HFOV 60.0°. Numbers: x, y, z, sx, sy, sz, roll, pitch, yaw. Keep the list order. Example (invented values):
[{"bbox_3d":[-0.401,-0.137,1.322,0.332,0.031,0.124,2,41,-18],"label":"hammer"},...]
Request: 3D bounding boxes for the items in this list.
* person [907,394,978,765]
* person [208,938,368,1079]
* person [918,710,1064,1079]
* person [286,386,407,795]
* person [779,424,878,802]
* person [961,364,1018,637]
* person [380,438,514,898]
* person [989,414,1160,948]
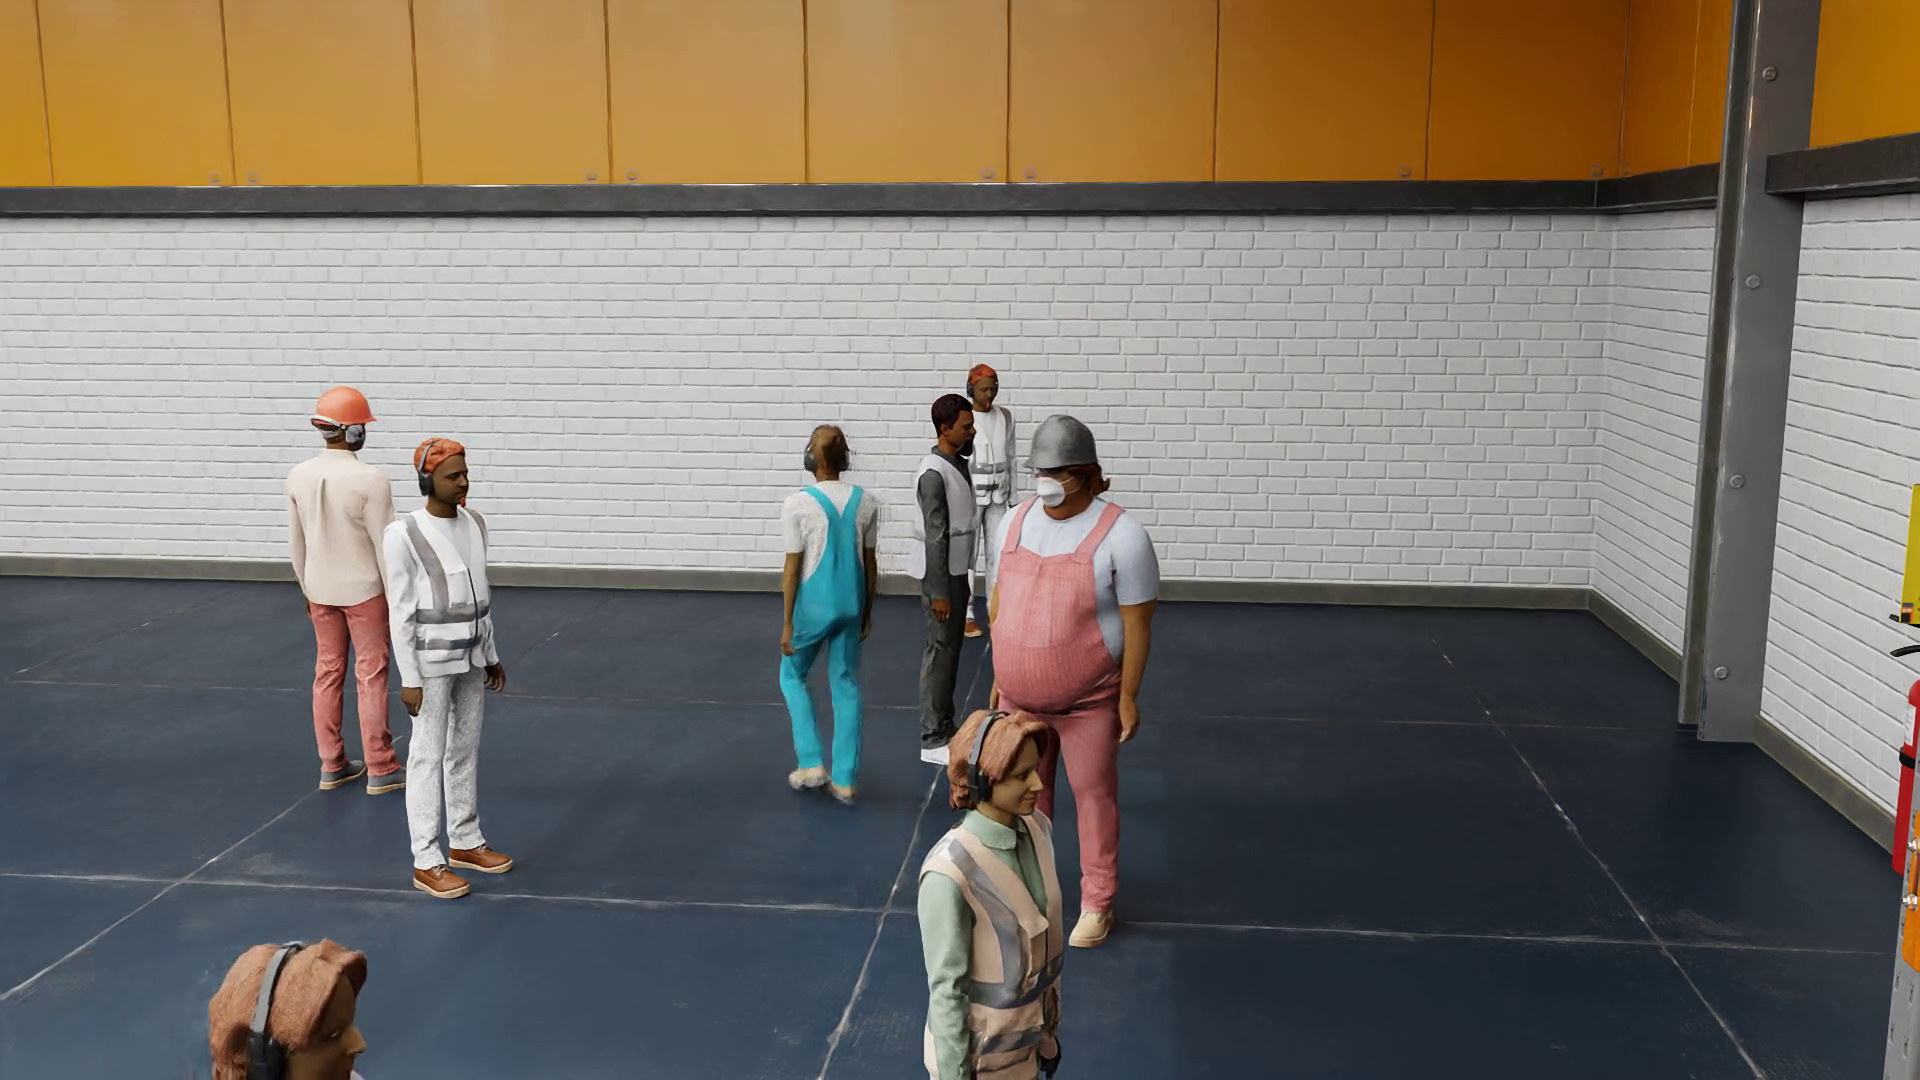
[{"bbox_3d":[-0.071,0.199,8.623,0.382,1.918,0.596,2,10,10],"label":"person"},{"bbox_3d":[-1.102,1.401,2.616,0.694,1.613,0.521,2,10,9],"label":"person"},{"bbox_3d":[0.075,1.183,3.792,0.308,1.639,0.514,5,11,26],"label":"person"},{"bbox_3d":[-2.967,0.250,8.113,0.613,1.994,0.382,4,11,20],"label":"person"},{"bbox_3d":[-0.663,0.348,8.035,0.543,1.821,0.536,-6,11,-30],"label":"person"},{"bbox_3d":[0.148,-0.271,11.438,0.586,1.879,0.358,-6,12,-32],"label":"person"},{"bbox_3d":[-2.118,0.517,6.906,0.354,1.883,0.573,4,11,22],"label":"person"},{"bbox_3d":[0.374,0.535,6.351,0.675,2.000,0.537,7,12,33],"label":"person"}]
